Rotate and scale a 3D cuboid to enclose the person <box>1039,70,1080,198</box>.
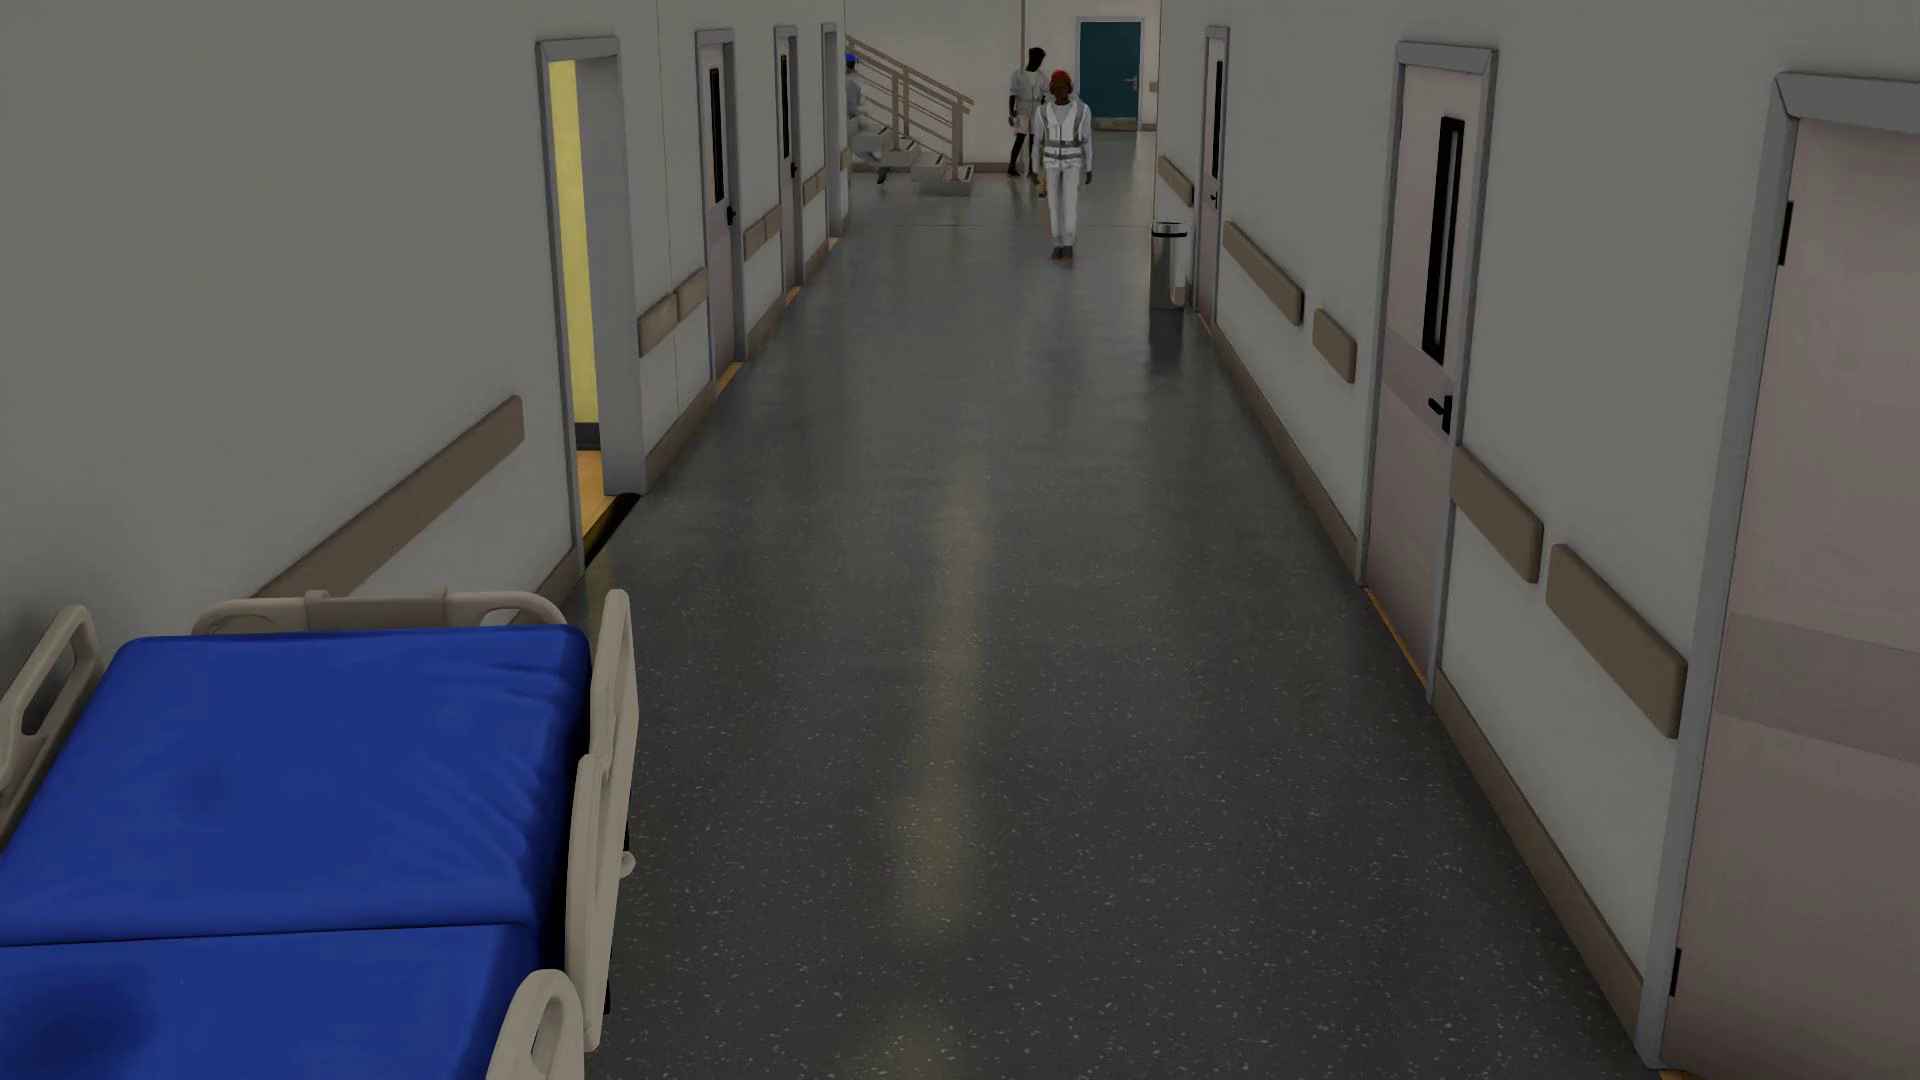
[{"bbox_3d":[1.358,-5.532,22.652,0.616,1.702,0.859,11,21,31],"label":"person"}]

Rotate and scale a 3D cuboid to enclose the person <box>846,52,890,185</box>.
[{"bbox_3d":[-1.458,-6.002,23.781,0.832,1.916,0.626,1,18,2],"label":"person"}]

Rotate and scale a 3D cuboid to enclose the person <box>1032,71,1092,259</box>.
[{"bbox_3d":[1.013,-3.758,16.786,0.613,1.865,0.566,4,18,13],"label":"person"}]

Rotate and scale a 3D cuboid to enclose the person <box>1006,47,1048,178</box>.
[{"bbox_3d":[1.018,-6.455,25.166,0.664,1.933,0.467,-6,18,-17],"label":"person"}]
